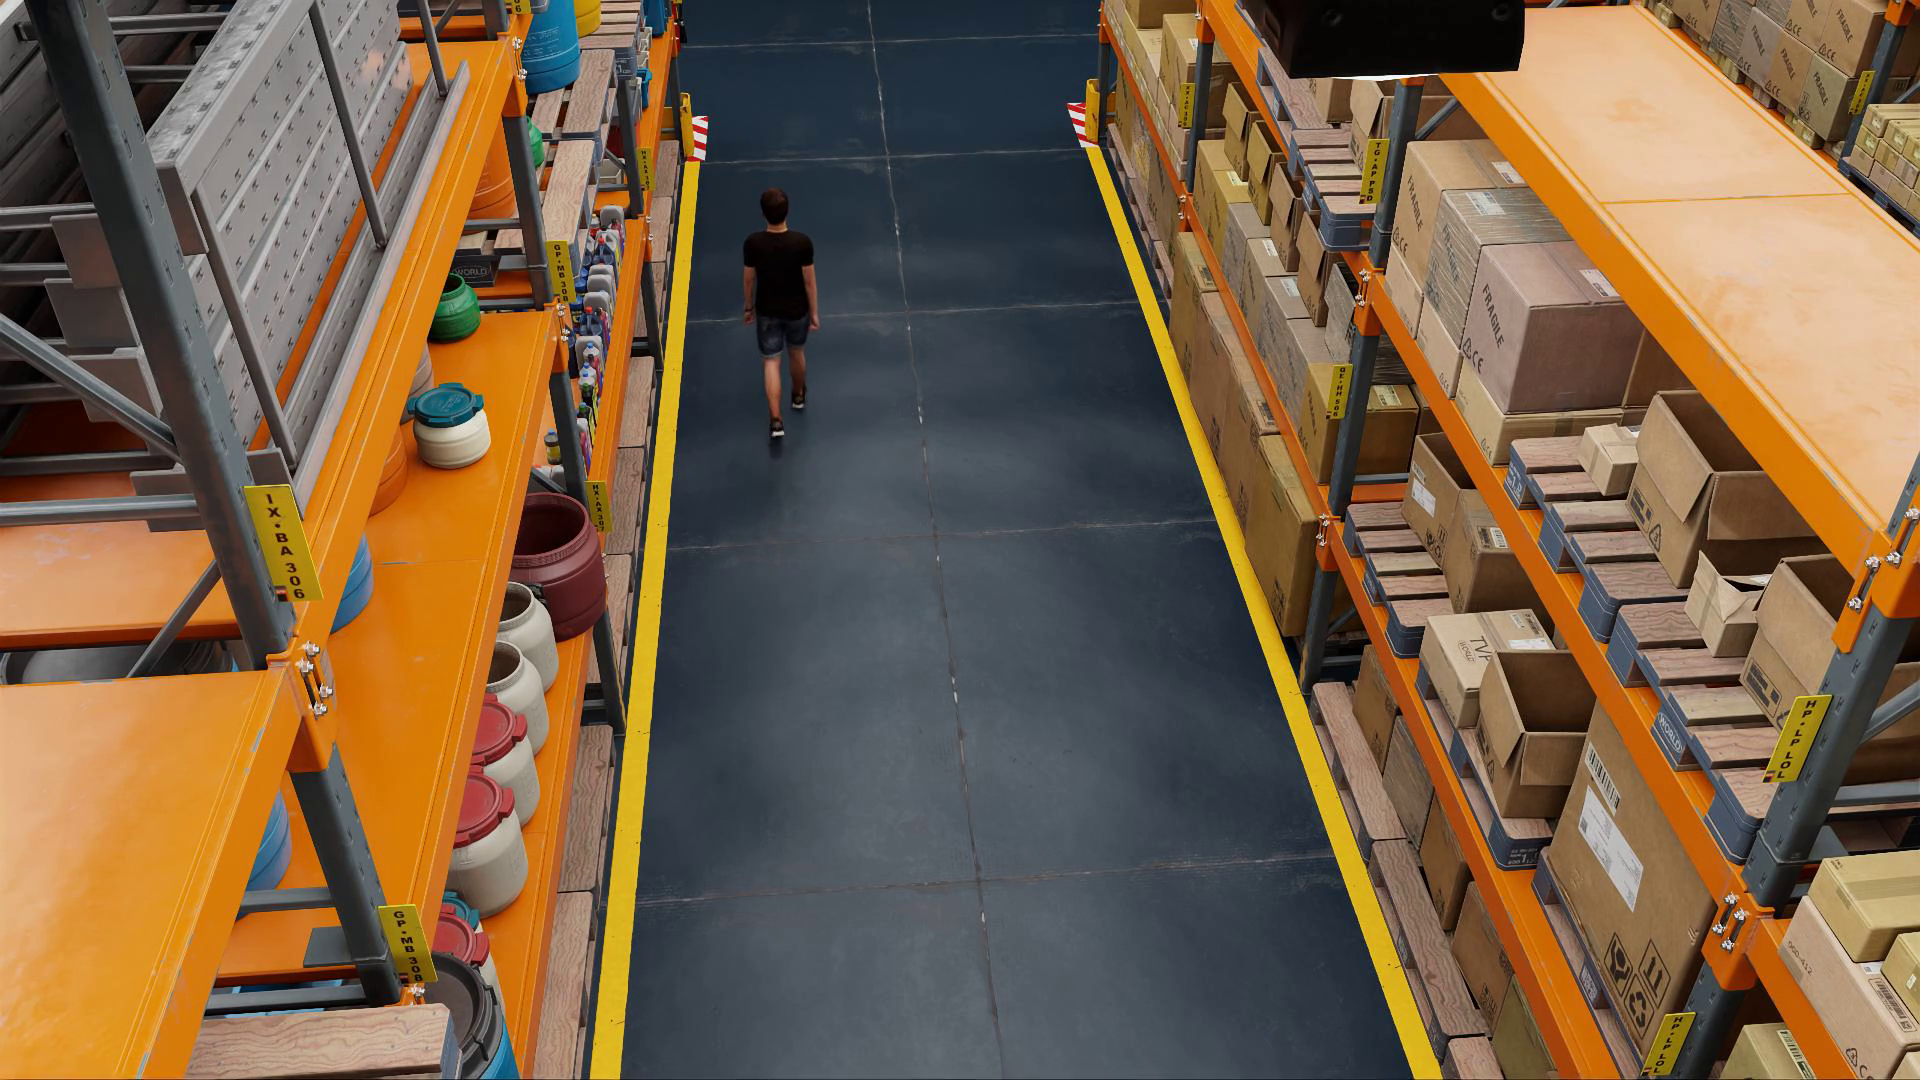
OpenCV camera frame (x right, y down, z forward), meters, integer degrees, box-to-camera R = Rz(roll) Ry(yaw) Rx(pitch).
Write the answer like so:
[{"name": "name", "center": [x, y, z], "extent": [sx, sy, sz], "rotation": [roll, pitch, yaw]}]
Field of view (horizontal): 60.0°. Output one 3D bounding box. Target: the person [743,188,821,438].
[{"name": "person", "center": [-1.249, -1.543, 11.541], "extent": [0.669, 1.820, 1.070], "rotation": [-3, 37, -4]}]
